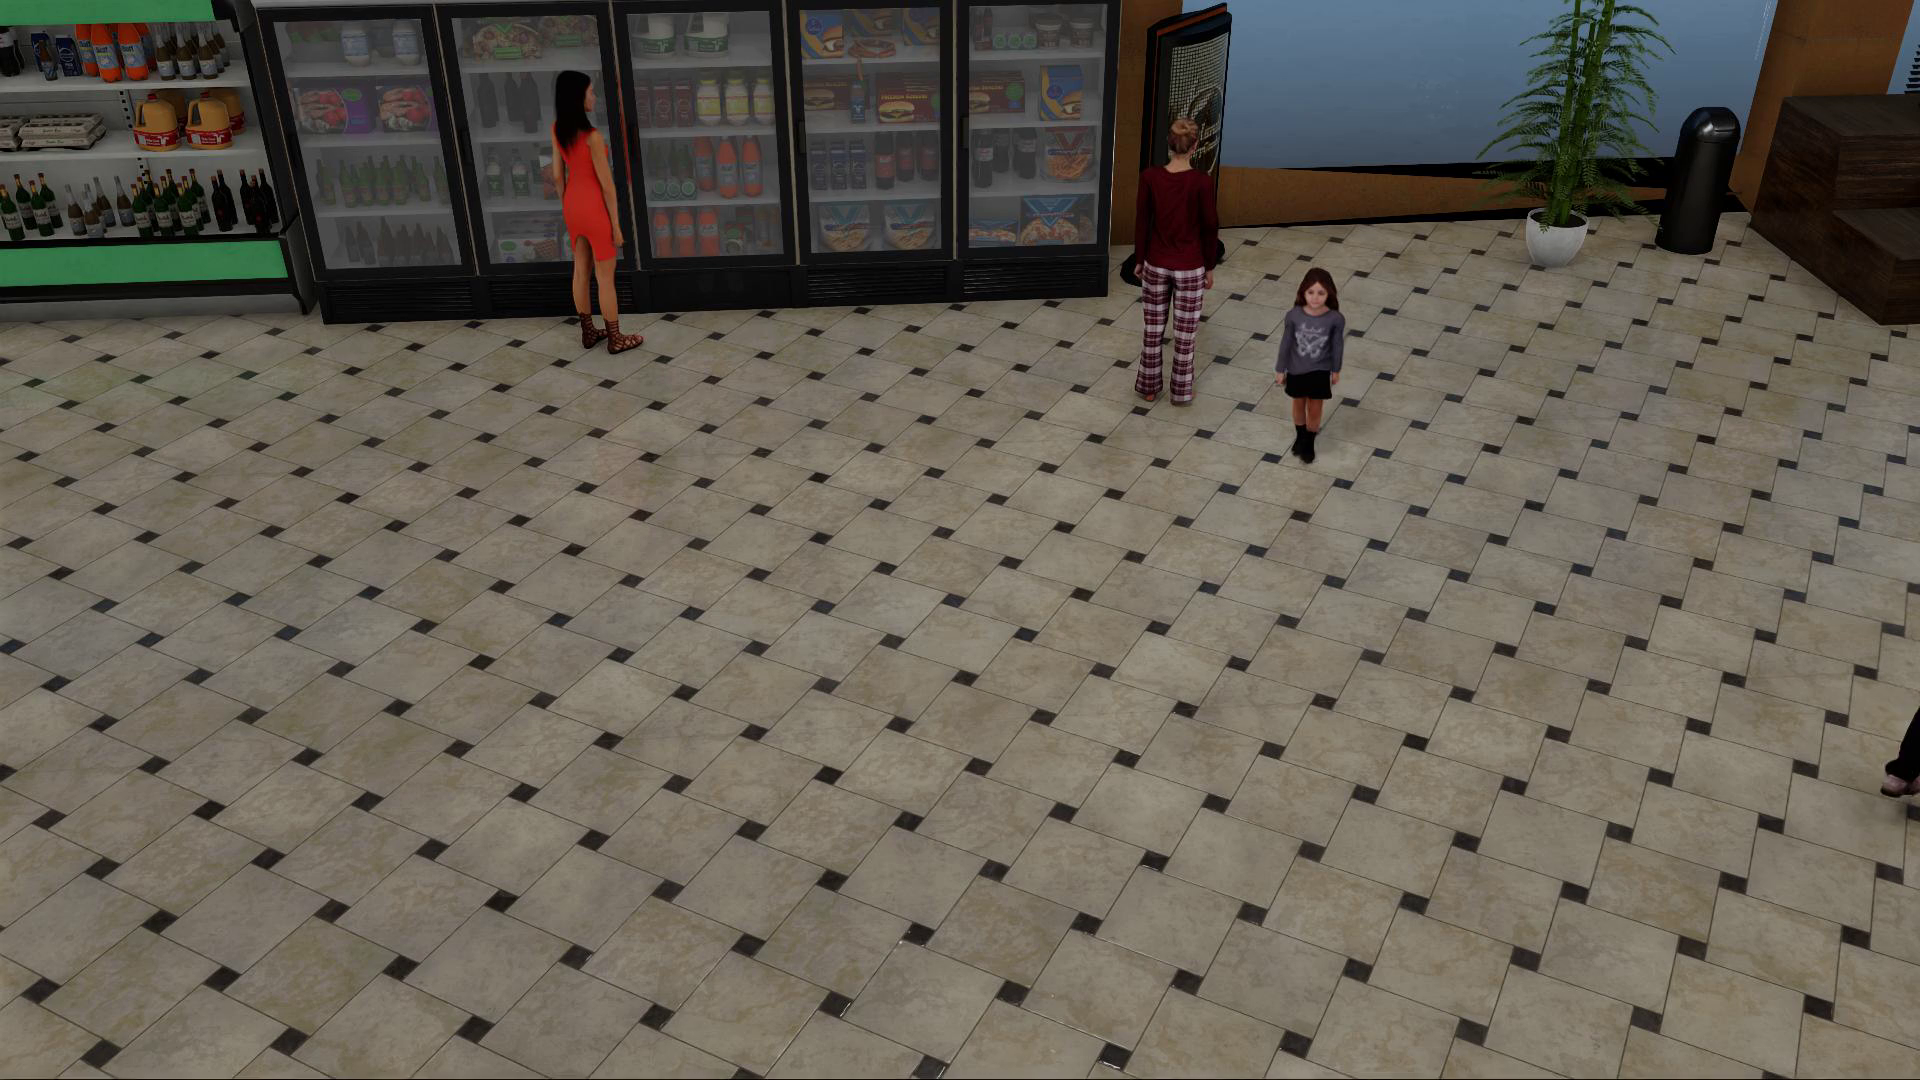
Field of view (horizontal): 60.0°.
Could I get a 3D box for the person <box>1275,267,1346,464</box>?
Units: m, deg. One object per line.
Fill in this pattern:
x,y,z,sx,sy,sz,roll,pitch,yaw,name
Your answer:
1.907,-0.978,9.012,0.555,1.100,0.634,10,33,16,person

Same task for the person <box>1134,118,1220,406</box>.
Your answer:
1.211,-1.568,9.394,0.586,1.698,0.741,10,33,16,person

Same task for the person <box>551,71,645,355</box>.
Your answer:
-2.225,-1.950,9.989,0.644,1.719,0.725,19,37,28,person
